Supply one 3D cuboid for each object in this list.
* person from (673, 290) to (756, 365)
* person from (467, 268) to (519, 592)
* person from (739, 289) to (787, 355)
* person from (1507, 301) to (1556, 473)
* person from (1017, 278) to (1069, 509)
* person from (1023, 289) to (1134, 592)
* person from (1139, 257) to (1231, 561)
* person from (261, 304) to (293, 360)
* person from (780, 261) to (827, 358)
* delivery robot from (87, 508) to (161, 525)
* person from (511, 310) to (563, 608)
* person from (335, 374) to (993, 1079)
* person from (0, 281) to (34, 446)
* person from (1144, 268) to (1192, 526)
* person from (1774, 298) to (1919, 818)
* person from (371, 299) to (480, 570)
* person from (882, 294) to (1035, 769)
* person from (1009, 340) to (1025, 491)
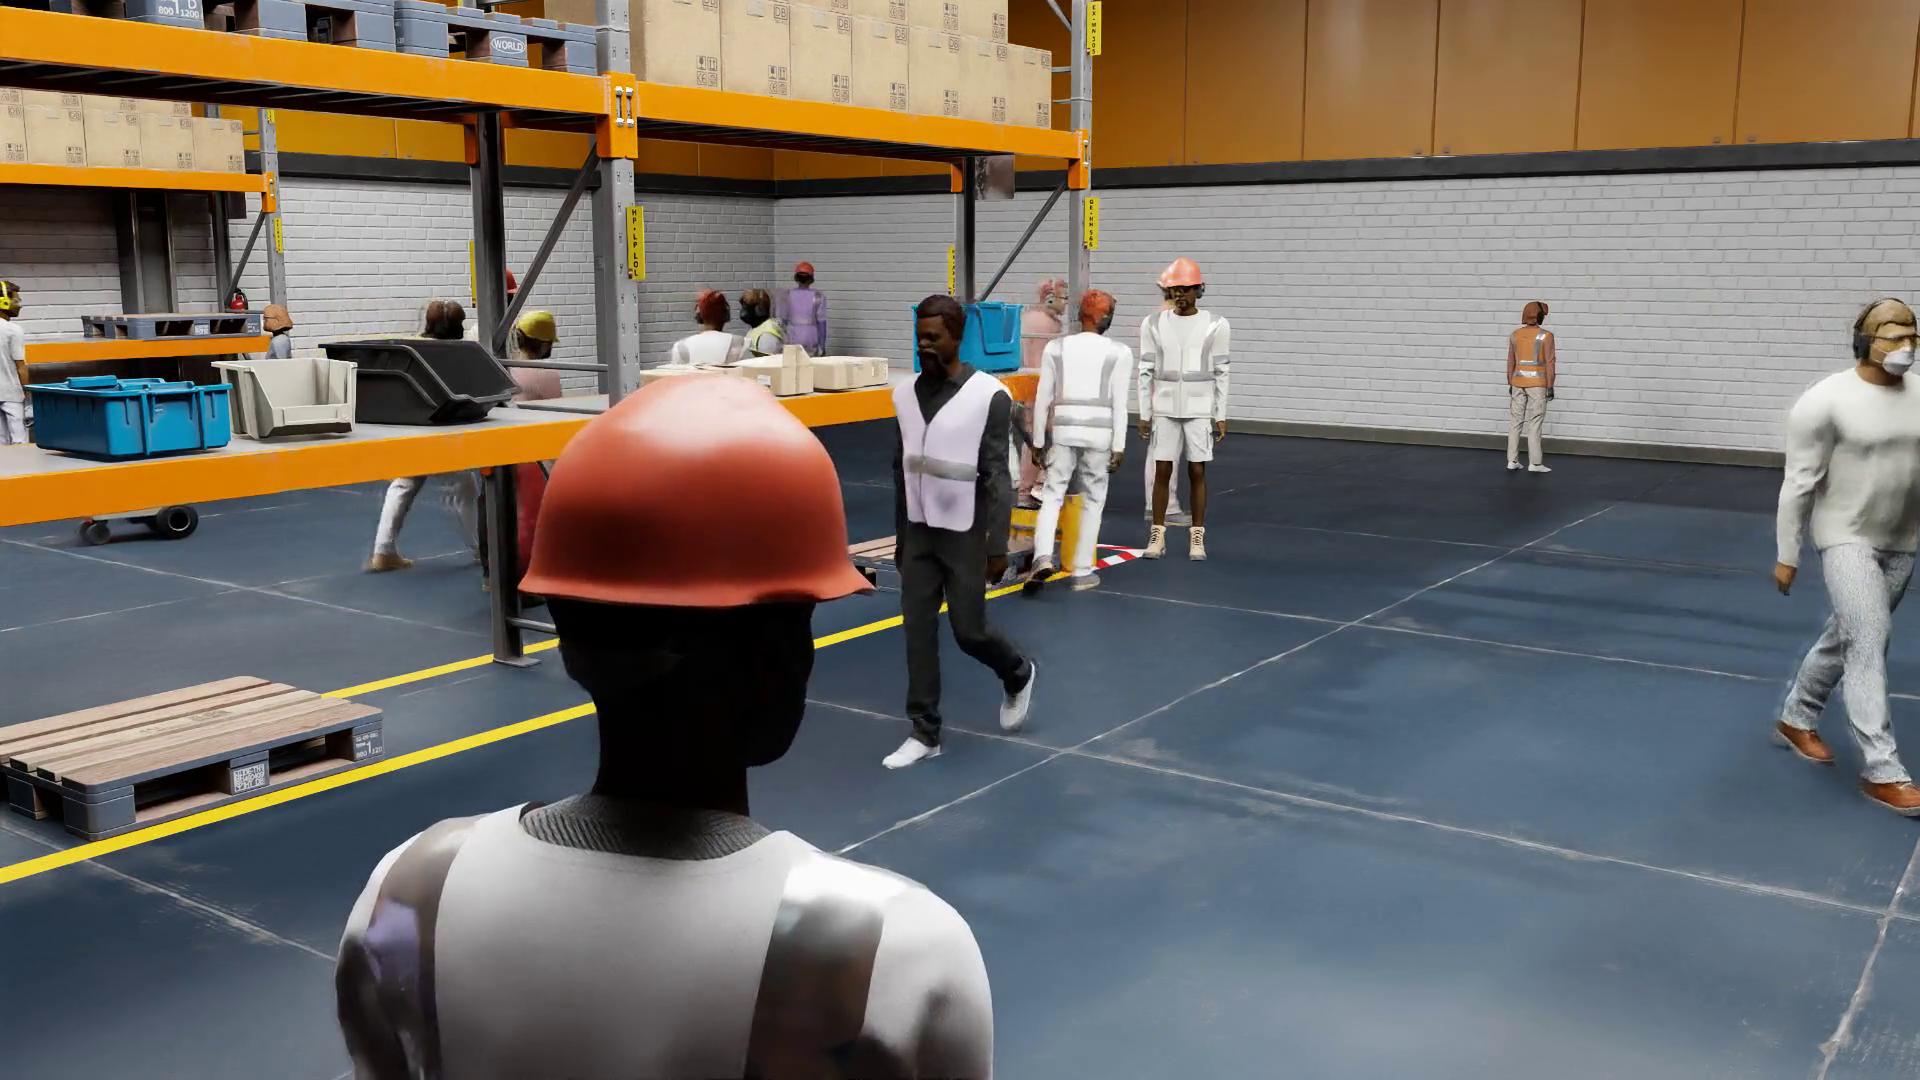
[{"bbox_3d":[-1.638,-0.734,11.052,0.571,1.838,1.016,2,10,13],"label":"person"},{"bbox_3d":[-2.830,-0.680,10.229,0.379,1.995,0.612,-1,10,-6],"label":"person"},{"bbox_3d":[-1.630,-1.062,13.087,0.943,1.792,0.652,-3,10,-19],"label":"person"},{"bbox_3d":[5.472,-1.464,15.949,0.306,1.640,0.523,-6,11,-33],"label":"person"},{"bbox_3d":[0.691,-1.154,13.386,0.515,1.878,0.770,-1,10,-4],"label":"person"},{"bbox_3d":[0.711,-0.586,10.087,0.627,1.860,0.687,3,10,17],"label":"person"},{"bbox_3d":[1.502,-0.869,11.205,0.610,2.043,0.397,2,10,14],"label":"person"},{"bbox_3d":[-6.094,-1.288,14.914,0.278,1.636,0.501,-3,10,-20],"label":"person"},{"bbox_3d":[-2.034,-2.598,21.583,0.617,2.020,0.788,0,10,0],"label":"person"},{"bbox_3d":[-6.011,-0.322,12.093,0.707,0.478,0.477,-8,12,-38],"label":"delivery robot"},{"bbox_3d":[-2.499,-0.461,9.693,0.531,1.741,0.436,7,12,36],"label":"person"},{"bbox_3d":[-0.214,0.830,1.409,0.551,1.932,0.376,3,10,17],"label":"person"},{"bbox_3d":[-7.363,-1.061,12.883,0.518,1.865,0.323,4,10,22],"label":"person"},{"bbox_3d":[1.630,-1.106,12.764,0.395,1.992,0.622,-3,10,-16],"label":"person"},{"bbox_3d":[3.465,0.028,6.353,0.638,1.893,1.012,-2,10,-13],"label":"person"},{"bbox_3d":[-3.418,-0.677,10.889,1.009,1.779,0.624,-8,12,-39],"label":"person"},{"bbox_3d":[-0.003,-0.046,6.760,0.600,1.895,0.735,8,12,39],"label":"person"},{"bbox_3d":[0.365,-1.239,14.742,0.532,1.592,0.856,-6,11,-33],"label":"person"}]
